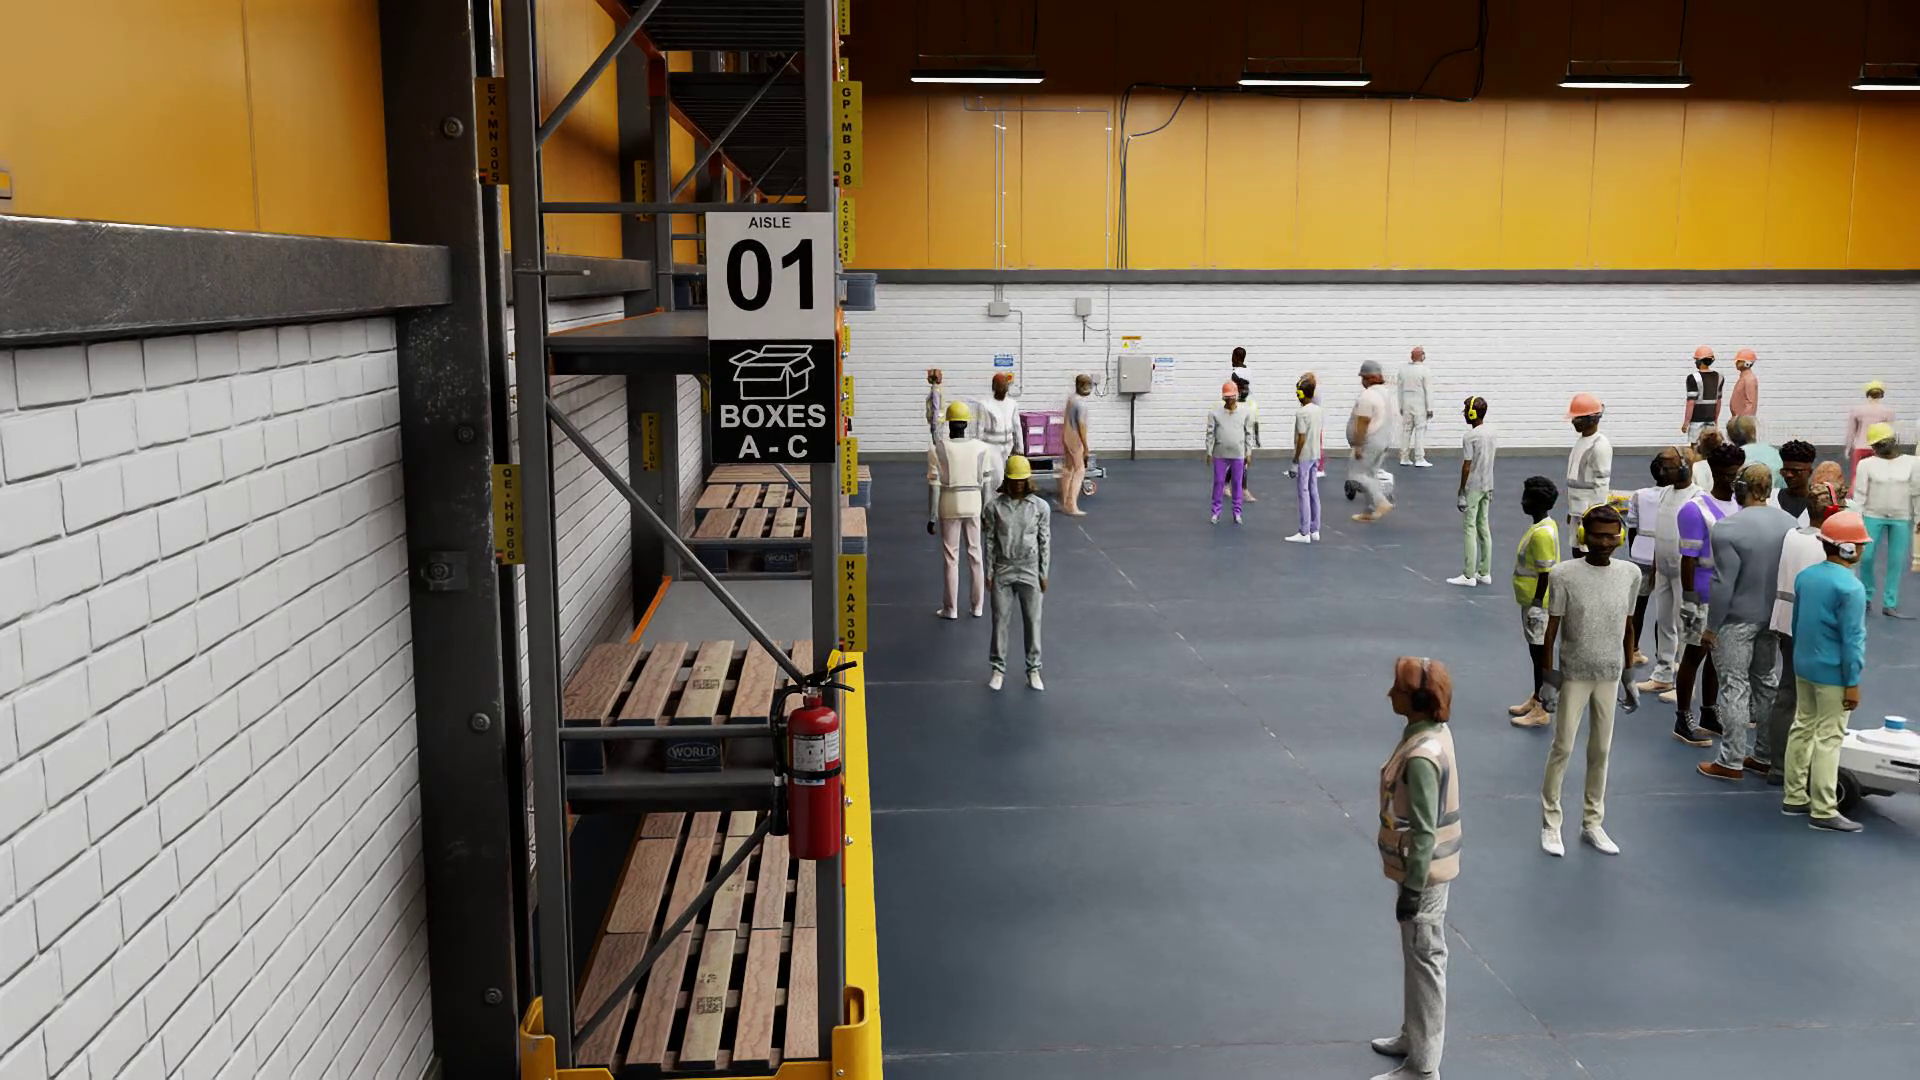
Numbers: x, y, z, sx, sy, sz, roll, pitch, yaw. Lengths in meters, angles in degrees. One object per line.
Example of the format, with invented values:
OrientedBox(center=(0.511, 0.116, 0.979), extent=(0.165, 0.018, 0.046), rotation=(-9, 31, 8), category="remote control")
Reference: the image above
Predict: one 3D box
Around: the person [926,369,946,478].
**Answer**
OrientedBox(center=(-0.365, -1.751, 24.962), extent=(0.311, 1.642, 0.512), rotation=(0, 9, 3), category="person")

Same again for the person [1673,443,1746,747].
OrientedBox(center=(4.895, 0.345, 10.780), extent=(0.613, 1.964, 0.361), rotation=(-5, 10, -29), category="person")

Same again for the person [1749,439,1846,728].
OrientedBox(center=(5.490, 0.310, 11.005), extent=(0.612, 1.963, 0.361), rotation=(8, 12, 40), category="person")

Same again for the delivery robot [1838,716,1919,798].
OrientedBox(center=(5.231, 1.233, 9.330), extent=(0.707, 0.478, 0.477), rotation=(8, 12, 43), category="delivery robot")

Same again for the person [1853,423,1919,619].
OrientedBox(center=(8.246, -0.173, 14.804), extent=(0.568, 1.726, 0.383), rotation=(4, 10, 26), category="person")

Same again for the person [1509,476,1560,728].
OrientedBox(center=(3.878, 0.413, 11.196), extent=(0.317, 1.695, 0.540), rotation=(3, 9, 17), category="person")

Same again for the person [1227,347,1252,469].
OrientedBox(center=(4.369, -2.051, 25.980), extent=(0.391, 1.920, 0.593), rotation=(4, 10, 26), category="person")

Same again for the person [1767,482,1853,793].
OrientedBox(center=(4.955, 0.577, 9.701), extent=(0.390, 1.847, 0.563), rotation=(-2, 9, -11), category="person")

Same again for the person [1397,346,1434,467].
OrientedBox(center=(7.250, -2.113, 26.383), extent=(0.410, 1.912, 0.651), rotation=(-7, 11, -36), category="person")

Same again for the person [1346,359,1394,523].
OrientedBox(center=(5.004, -1.202, 20.265), extent=(0.599, 2.000, 0.697), rotation=(7, 11, 38), category="person")

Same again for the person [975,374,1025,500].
OrientedBox(center=(0.536, -1.076, 20.104), extent=(0.606, 1.832, 0.951), rotation=(-6, 11, -35), category="person")

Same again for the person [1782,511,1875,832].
OrientedBox(center=(4.799, 0.709, 9.157), extent=(0.339, 1.753, 0.563), rotation=(0, 9, -3), category="person")

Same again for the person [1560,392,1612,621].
OrientedBox(center=(5.353, -0.253, 14.307), extent=(0.388, 2.040, 0.605), rotation=(0, 9, 2), category="person")

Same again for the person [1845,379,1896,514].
OrientedBox(center=(11.358, -1.141, 20.780), extent=(0.529, 1.743, 0.558), rotation=(6, 11, 34), category="person")

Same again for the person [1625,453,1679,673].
OrientedBox(center=(5.351, 0.166, 12.748), extent=(0.318, 1.695, 0.539), rotation=(-5, 11, -30), category="person")

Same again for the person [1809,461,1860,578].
OrientedBox(center=(6.555, 0.211, 12.665), extent=(0.499, 1.634, 0.285), rotation=(7, 12, 38), category="person")

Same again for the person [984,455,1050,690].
OrientedBox(center=(0.416, 0.244, 12.148), extent=(0.485, 1.737, 0.319), rotation=(0, 9, 2), category="person")

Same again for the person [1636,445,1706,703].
OrientedBox(center=(5.094, 0.240, 11.847), extent=(0.341, 1.835, 0.515), rotation=(-2, 9, -12), category="person")

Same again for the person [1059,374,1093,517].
OrientedBox(center=(1.450, -1.203, 21.047), extent=(0.350, 1.812, 0.700), rotation=(-2, 9, -13), category="person")

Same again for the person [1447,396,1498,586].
OrientedBox(center=(5.038, -0.474, 16.274), extent=(0.511, 1.860, 0.332), rotation=(-7, 11, -37), category="person")

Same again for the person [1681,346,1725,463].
OrientedBox(center=(10.458, -1.718, 23.492), extent=(0.608, 2.045, 0.391), rotation=(-3, 10, -18), category="person")

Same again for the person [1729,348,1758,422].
OrientedBox(center=(11.149, -1.730, 23.716), extent=(0.375, 1.997, 0.612), rotation=(2, 9, 14), category="person")

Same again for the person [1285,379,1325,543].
OrientedBox(center=(3.930, -0.897, 18.926), extent=(0.326, 1.859, 0.519), rotation=(9, 12, 43), category="person")

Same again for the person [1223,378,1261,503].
OrientedBox(center=(3.761, -1.360, 22.442), extent=(0.537, 1.669, 0.821), rotation=(-6, 11, -34), category="person")

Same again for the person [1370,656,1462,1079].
OrientedBox(center=(1.706, 1.235, 6.208), extent=(0.313, 1.643, 0.513), rotation=(3, 10, 18), category="person")

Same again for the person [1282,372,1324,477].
OrientedBox(center=(5.167, -1.713, 24.851), extent=(0.777, 1.587, 0.522), rotation=(-4, 10, -24), category="person")

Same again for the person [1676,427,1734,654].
OrientedBox(center=(5.947, 0.016, 13.272), extent=(0.503, 1.836, 0.351), rotation=(5, 10, 27), category="person")

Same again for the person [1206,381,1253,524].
OrientedBox(center=(3.289, -1.070, 20.333), extent=(0.573, 1.750, 0.332), rotation=(1, 9, 8), category="person")

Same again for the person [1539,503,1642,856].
OrientedBox(center=(3.297, 0.728, 8.696), extent=(0.532, 1.864, 0.313), rotation=(-1, 9, -4), category="person")

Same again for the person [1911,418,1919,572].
OrientedBox(center=(9.918, -0.638, 16.720), extent=(0.535, 2.000, 0.686), rotation=(0, 9, 2), category="person")

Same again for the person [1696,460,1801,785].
OrientedBox(center=(4.710, 0.492, 9.948), extent=(0.635, 1.937, 0.355), rotation=(-3, 10, -20), category="person")

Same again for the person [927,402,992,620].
OrientedBox(center=(-0.013, -0.255, 14.668), extent=(0.585, 1.928, 0.379), rotation=(-3, 10, -18), category="person")

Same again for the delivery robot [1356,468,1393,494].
OrientedBox(center=(5.511, -0.822, 22.233), extent=(0.477, 0.478, 0.707), rotation=(-1, 9, -8), category="delivery robot")
